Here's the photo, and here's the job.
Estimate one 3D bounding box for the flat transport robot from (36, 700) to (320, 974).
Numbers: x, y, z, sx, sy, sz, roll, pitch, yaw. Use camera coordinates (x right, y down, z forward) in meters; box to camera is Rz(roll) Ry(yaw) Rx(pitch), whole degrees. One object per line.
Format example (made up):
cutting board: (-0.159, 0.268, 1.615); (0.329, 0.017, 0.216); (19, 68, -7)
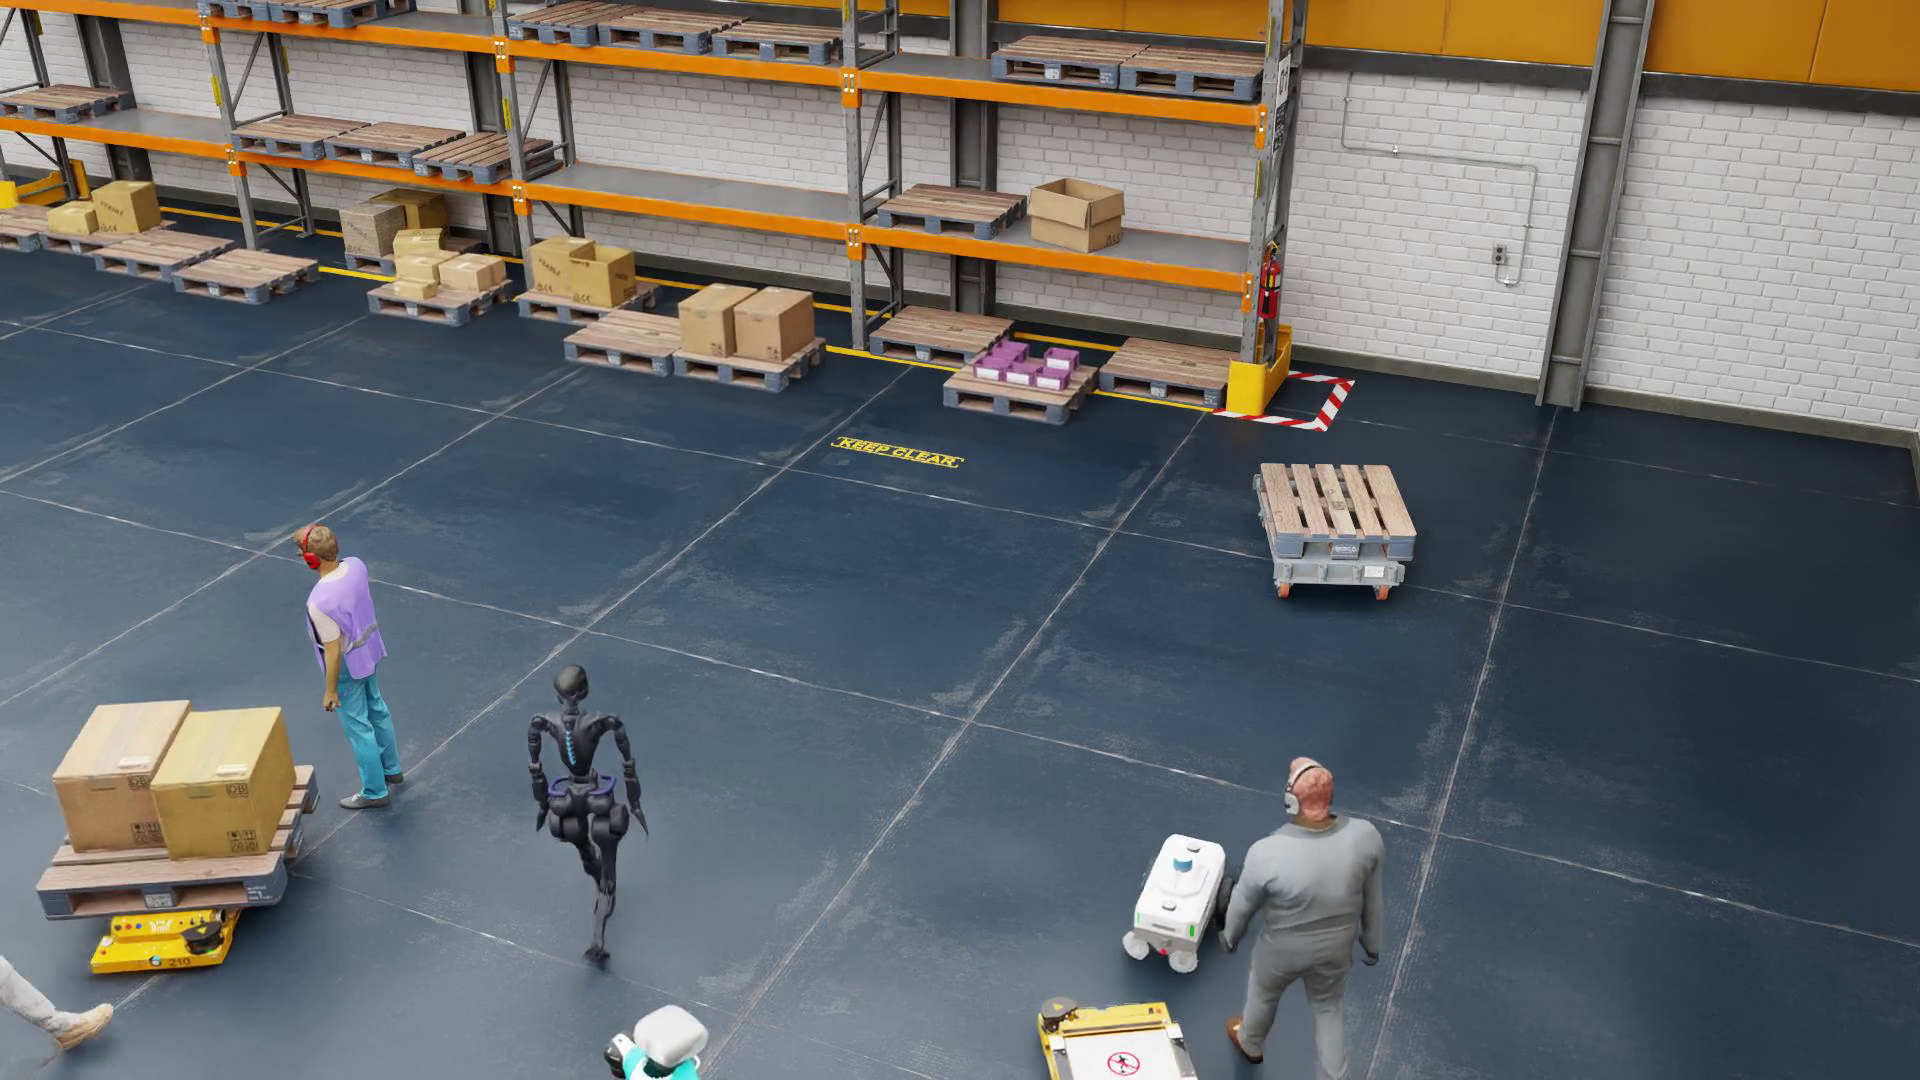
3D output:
flat transport robot: (-4.296, 1.862, 9.322); (0.659, 0.231, 1.431); (-3, 27, -6)

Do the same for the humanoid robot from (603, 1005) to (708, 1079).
humanoid robot: (-0.967, 2.497, 6.619); (0.571, 1.904, 0.733); (17, 32, 30)

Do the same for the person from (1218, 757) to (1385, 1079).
person: (1.566, 1.813, 7.684); (0.695, 1.869, 0.847); (-6, 28, -11)

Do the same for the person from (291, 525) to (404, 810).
person: (-3.579, 0.747, 9.772); (0.394, 1.835, 0.568); (2, 27, 4)

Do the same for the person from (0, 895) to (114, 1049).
person: (-4.677, 1.736, 7.861); (0.905, 1.826, 0.481); (-15, 31, -26)

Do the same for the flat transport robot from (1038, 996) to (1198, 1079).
flat transport robot: (0.803, 2.678, 7.739); (0.659, 0.231, 1.431); (-3, 27, -6)

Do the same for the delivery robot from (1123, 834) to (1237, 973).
delivery robot: (1.176, 1.915, 8.927); (0.523, 0.614, 0.785); (10, 29, 19)

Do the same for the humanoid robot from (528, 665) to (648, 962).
humanoid robot: (-1.959, 1.403, 8.749); (0.609, 1.629, 0.781); (1, 27, 1)
